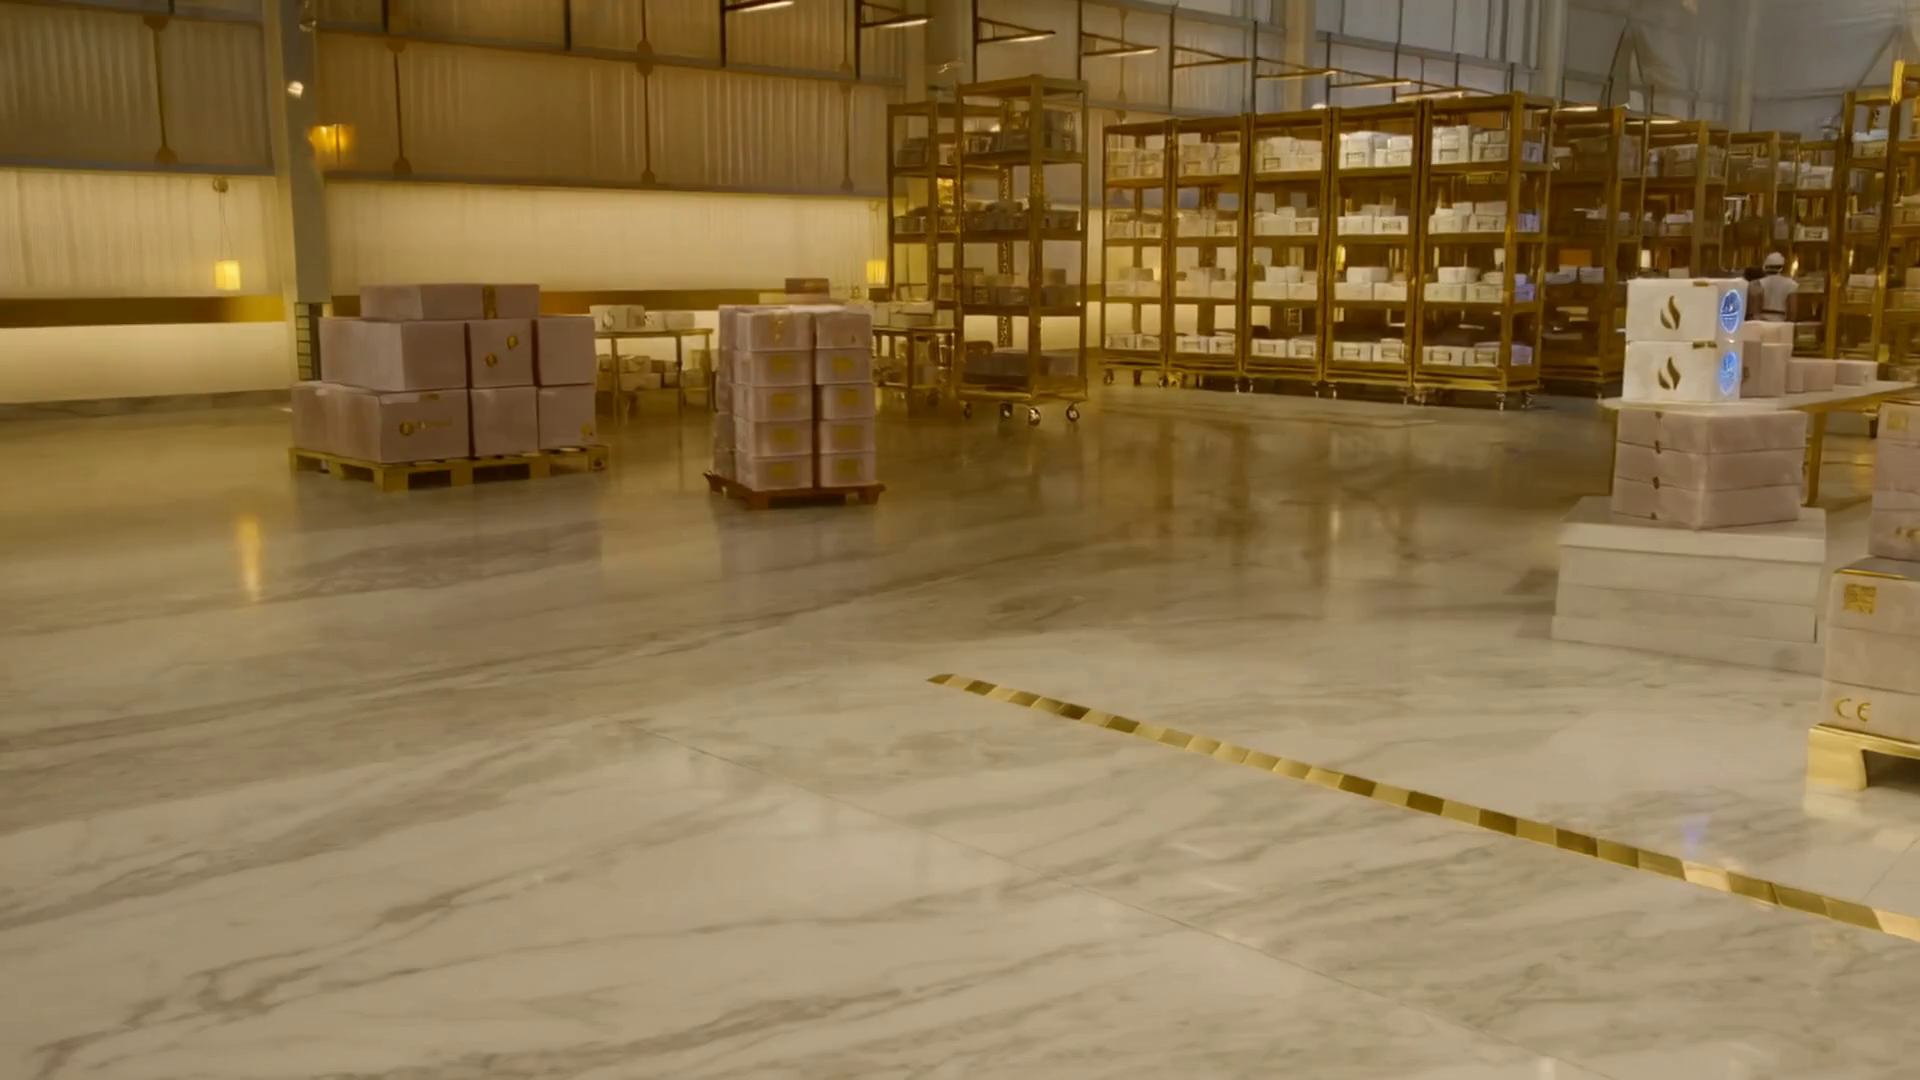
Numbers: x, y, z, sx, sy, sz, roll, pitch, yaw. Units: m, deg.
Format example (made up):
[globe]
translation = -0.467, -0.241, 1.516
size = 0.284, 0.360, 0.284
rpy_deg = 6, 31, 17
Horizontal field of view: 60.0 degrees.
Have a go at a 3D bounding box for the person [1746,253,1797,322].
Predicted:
[person]
translation = 9.919, -2.602, 20.416
size = 0.591, 1.828, 0.404
rpy_deg = 2, 10, 10
